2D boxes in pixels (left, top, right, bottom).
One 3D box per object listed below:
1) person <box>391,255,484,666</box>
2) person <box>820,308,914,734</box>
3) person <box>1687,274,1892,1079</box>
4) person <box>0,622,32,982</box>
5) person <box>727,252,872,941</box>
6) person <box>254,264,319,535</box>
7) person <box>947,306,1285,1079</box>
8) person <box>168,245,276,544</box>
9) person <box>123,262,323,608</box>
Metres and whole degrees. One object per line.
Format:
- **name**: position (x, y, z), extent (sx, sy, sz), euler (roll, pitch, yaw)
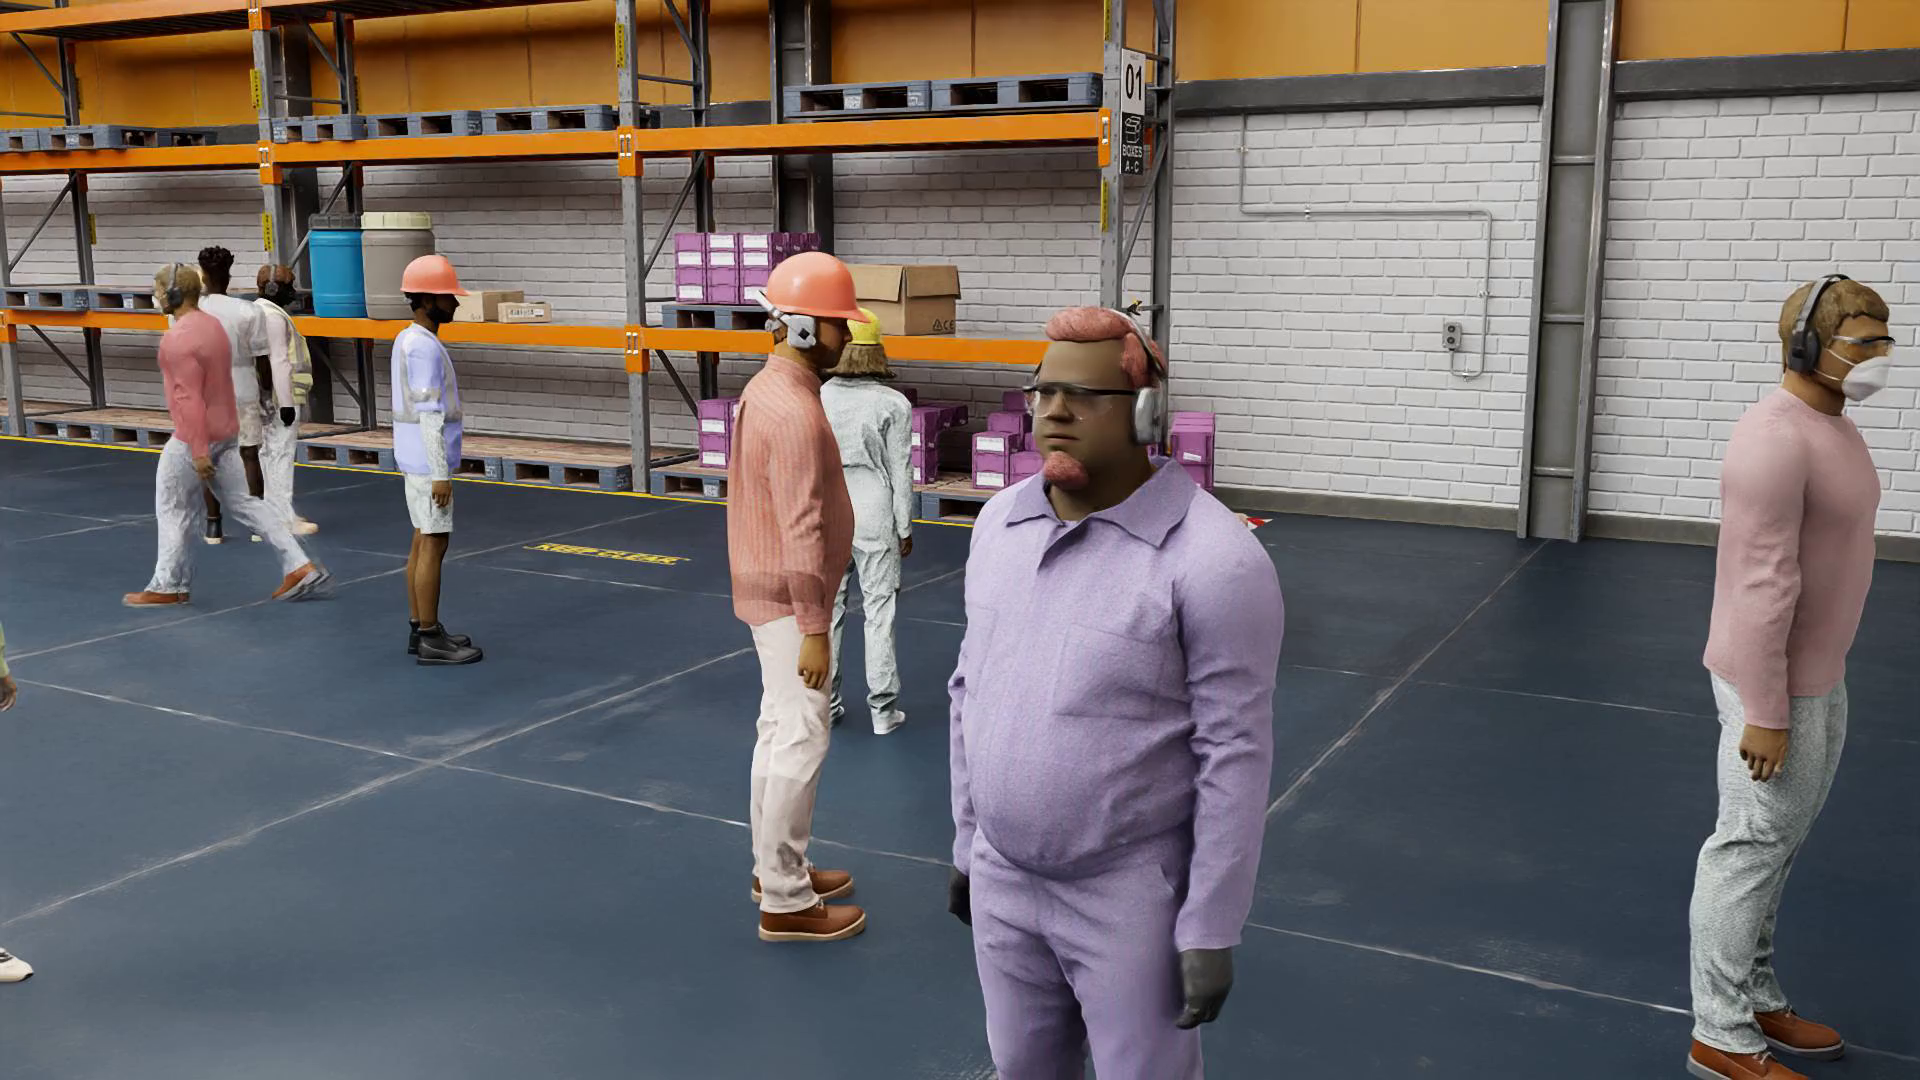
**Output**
- **person**: position (-2.491, -0.376, 7.919), extent (0.373, 1.934, 0.551), euler (-5, 11, -25)
- **person**: position (-0.412, -0.074, 6.818), extent (0.485, 1.737, 0.321), euler (3, 11, 16)
- **person**: position (1.965, 0.350, 3.940), extent (0.365, 1.938, 0.636), euler (8, 13, 37)
- **person**: position (-2.721, 0.366, 4.323), extent (0.316, 1.767, 0.535), euler (5, 12, 26)
- **person**: position (-0.455, 0.175, 4.789), extent (0.410, 1.980, 0.624), euler (-3, 11, -14)
- **person**: position (-4.645, -0.958, 11.376), extent (0.428, 1.840, 0.631), euler (-6, 12, -31)
- **person**: position (0.203, 0.568, 2.815), extent (0.646, 1.913, 0.409), euler (10, 14, 43)
- **person**: position (-4.868, -0.955, 11.011), extent (0.616, 1.964, 0.361), euler (-4, 11, -20)
- **person**: position (-4.057, -0.561, 9.078), extent (1.016, 1.897, 0.646), euler (0, 10, -2)
